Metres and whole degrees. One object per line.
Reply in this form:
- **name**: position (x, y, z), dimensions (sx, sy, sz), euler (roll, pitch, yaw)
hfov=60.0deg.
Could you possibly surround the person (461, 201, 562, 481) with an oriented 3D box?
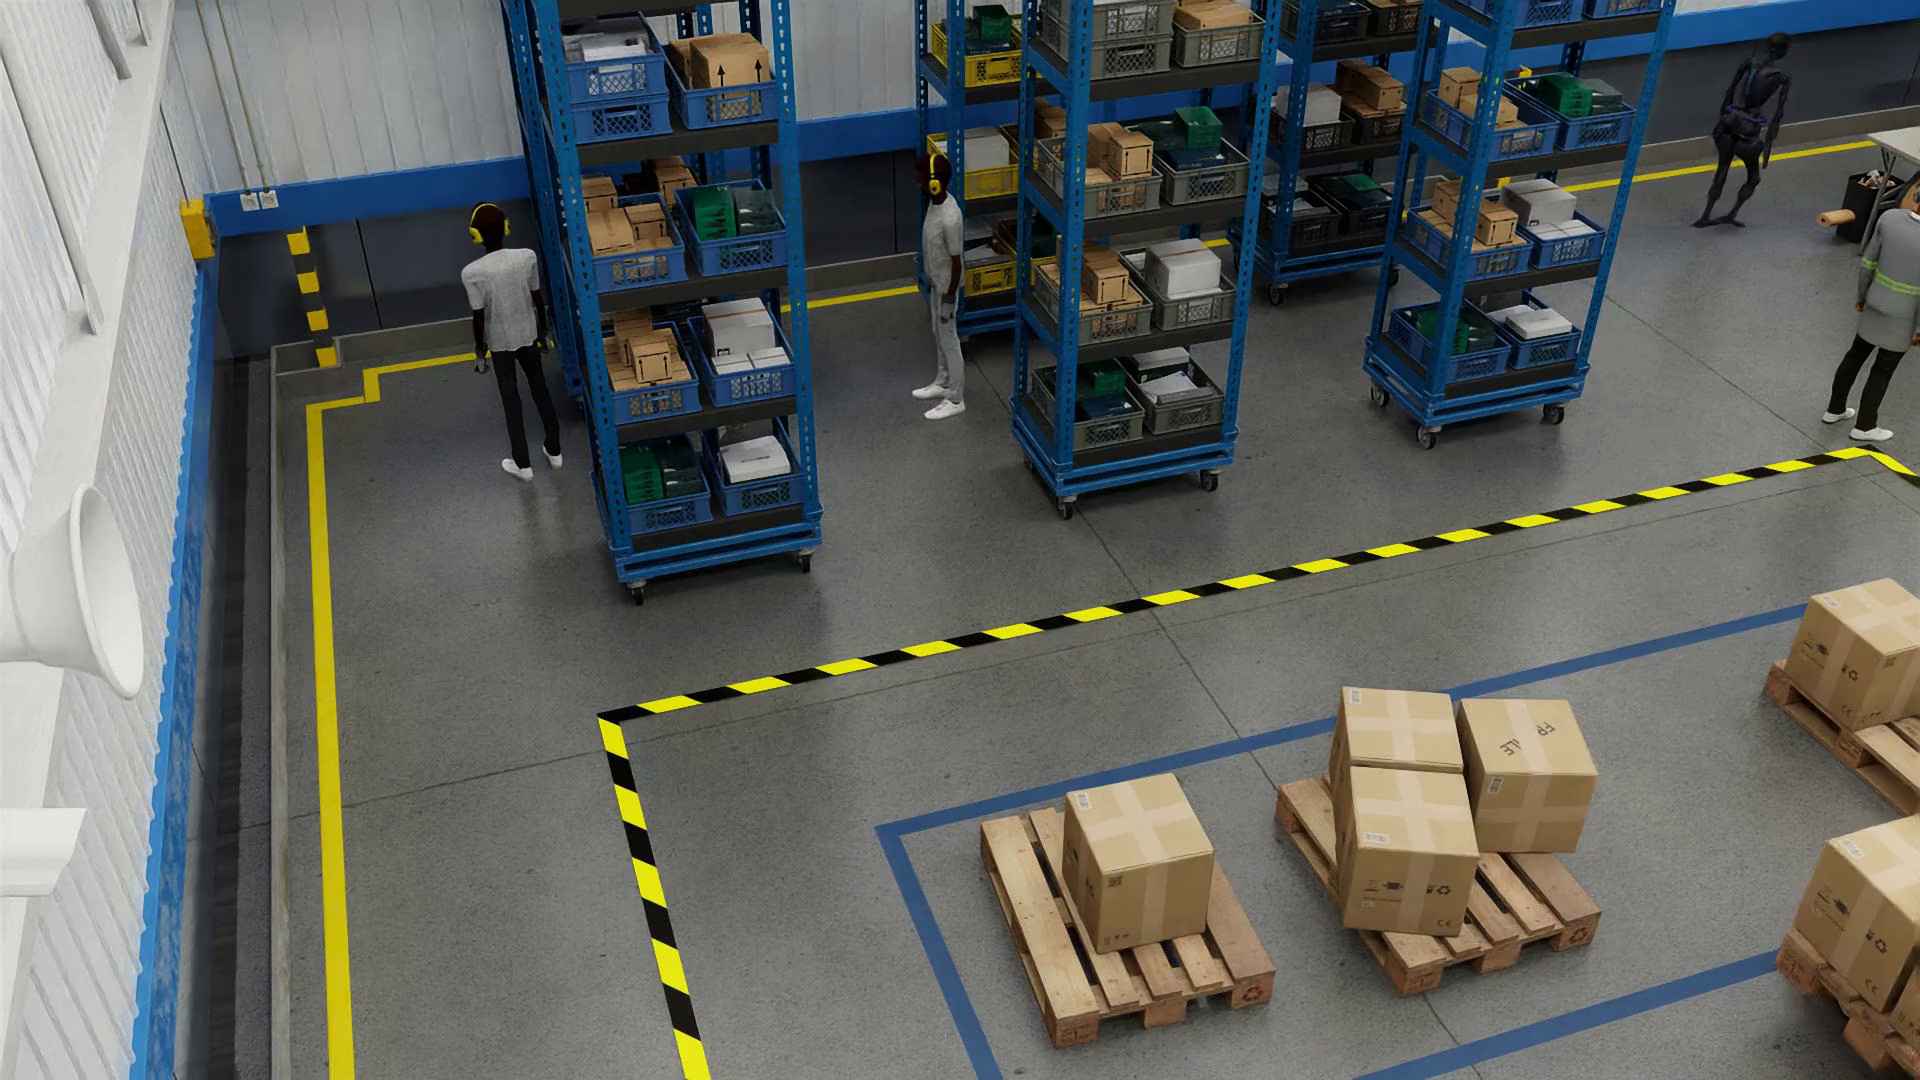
- **person**: position (-2.813, -1.233, 10.420), dimensions (0.513, 1.865, 0.329), euler (-24, 42, -30)

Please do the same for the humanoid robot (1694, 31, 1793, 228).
- **humanoid robot**: position (6.381, -3.329, 13.563), dimensions (0.417, 1.641, 0.616), euler (-15, 38, -20)

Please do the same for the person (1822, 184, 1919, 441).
- **person**: position (6.098, -1.513, 10.827), dimensions (0.378, 1.852, 0.596), euler (-12, 37, -17)

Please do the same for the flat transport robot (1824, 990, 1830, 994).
- **flat transport robot**: position (4.275, 2.101, 7.053), dimensions (0.652, 0.197, 1.431), euler (-11, 37, -15)

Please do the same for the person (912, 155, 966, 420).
- **person**: position (-0.134, -1.674, 11.045), dimensions (0.333, 1.864, 0.511), euler (-8, 36, -11)
